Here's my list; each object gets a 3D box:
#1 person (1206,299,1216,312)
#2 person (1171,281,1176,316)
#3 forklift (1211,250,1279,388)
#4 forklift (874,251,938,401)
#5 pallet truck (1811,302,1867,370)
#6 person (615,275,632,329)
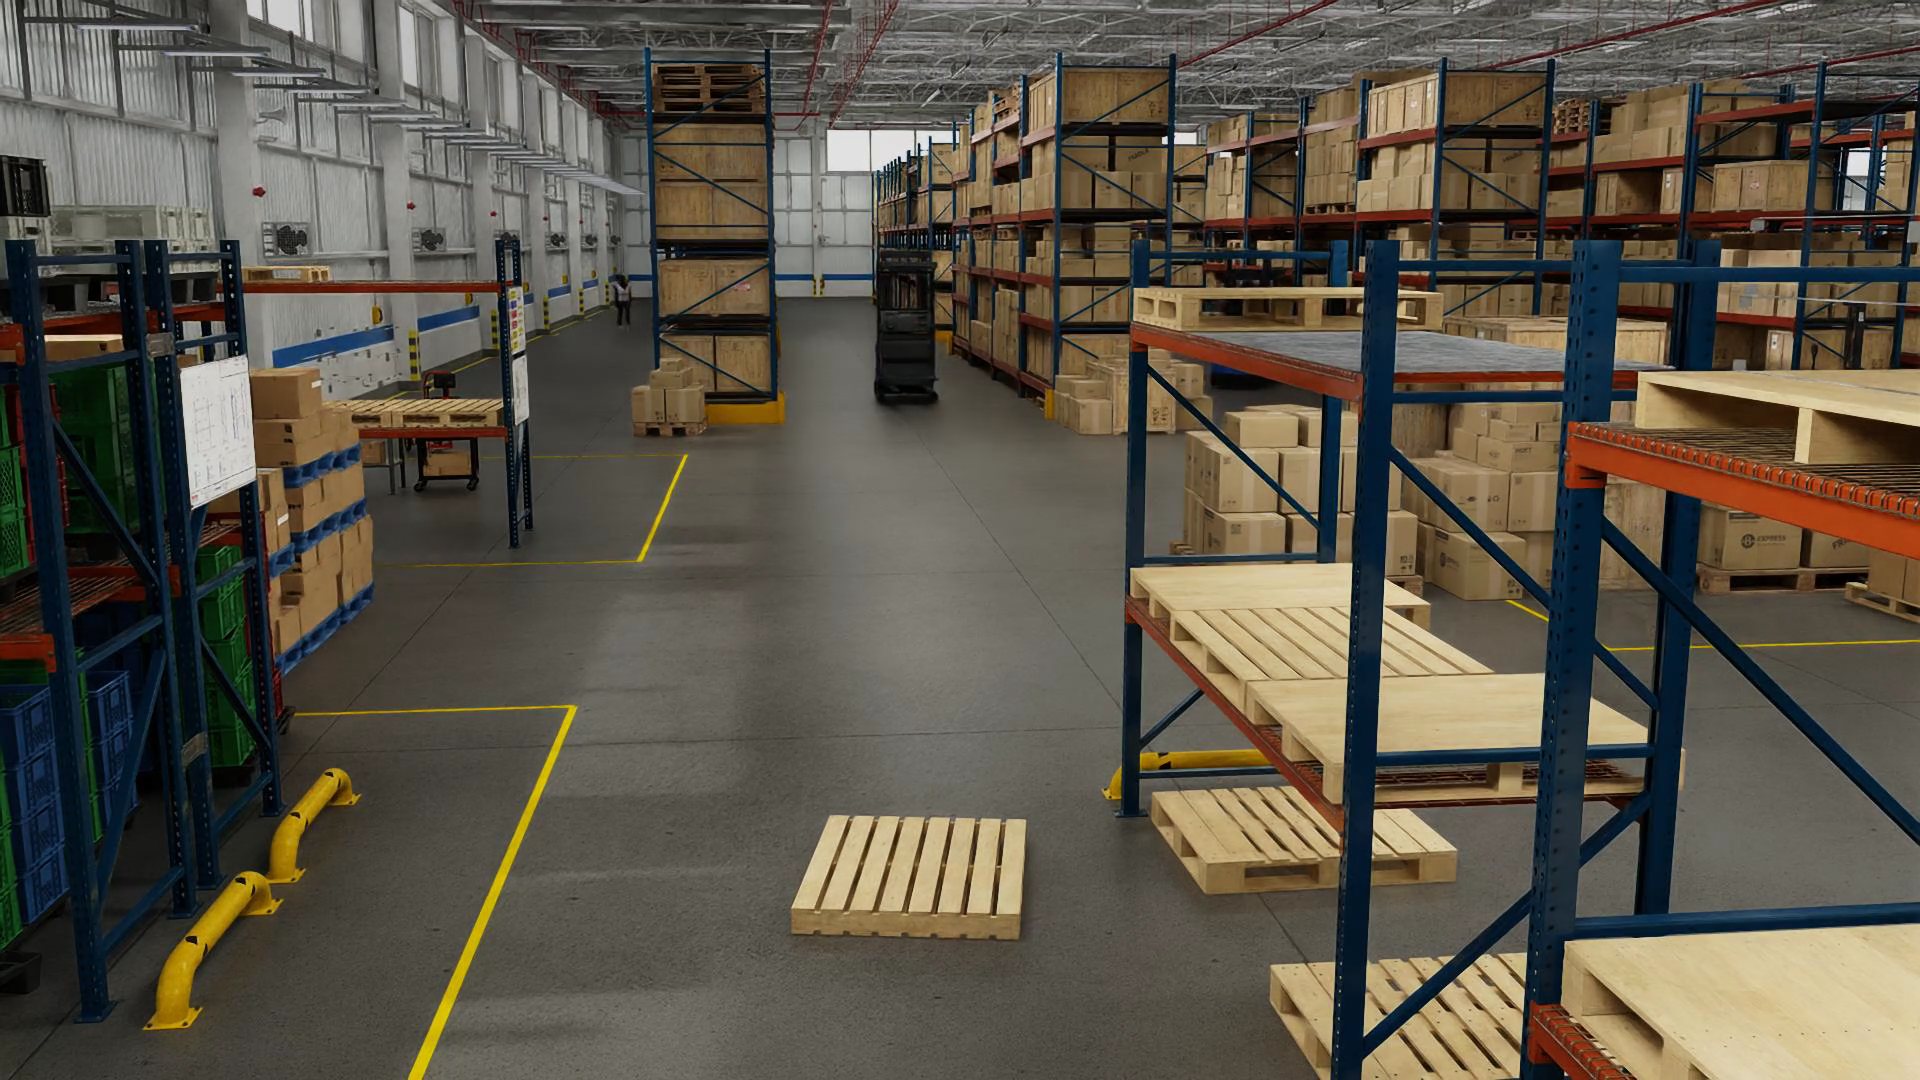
[{"bbox_3d":[6.959,-6.069,46.139,0.870,1.591,0.501,5,11,24],"label":"person"},{"bbox_3d":[5.527,-6.061,44.965,0.636,2.009,0.770,-1,10,-3],"label":"person"},{"bbox_3d":[5.940,-4.607,34.459,1.129,2.768,1.873,4,11,21],"label":"forklift"},{"bbox_3d":[-1.069,-4.130,31.820,1.129,2.768,1.873,-1,10,-6],"label":"forklift"},{"bbox_3d":[15.846,-3.142,28.793,1.885,1.965,0.823,2,10,12],"label":"pallet truck"},{"bbox_3d":[-11.523,-8.145,56.981,0.633,1.844,1.036,-5,12,-27],"label":"person"}]
